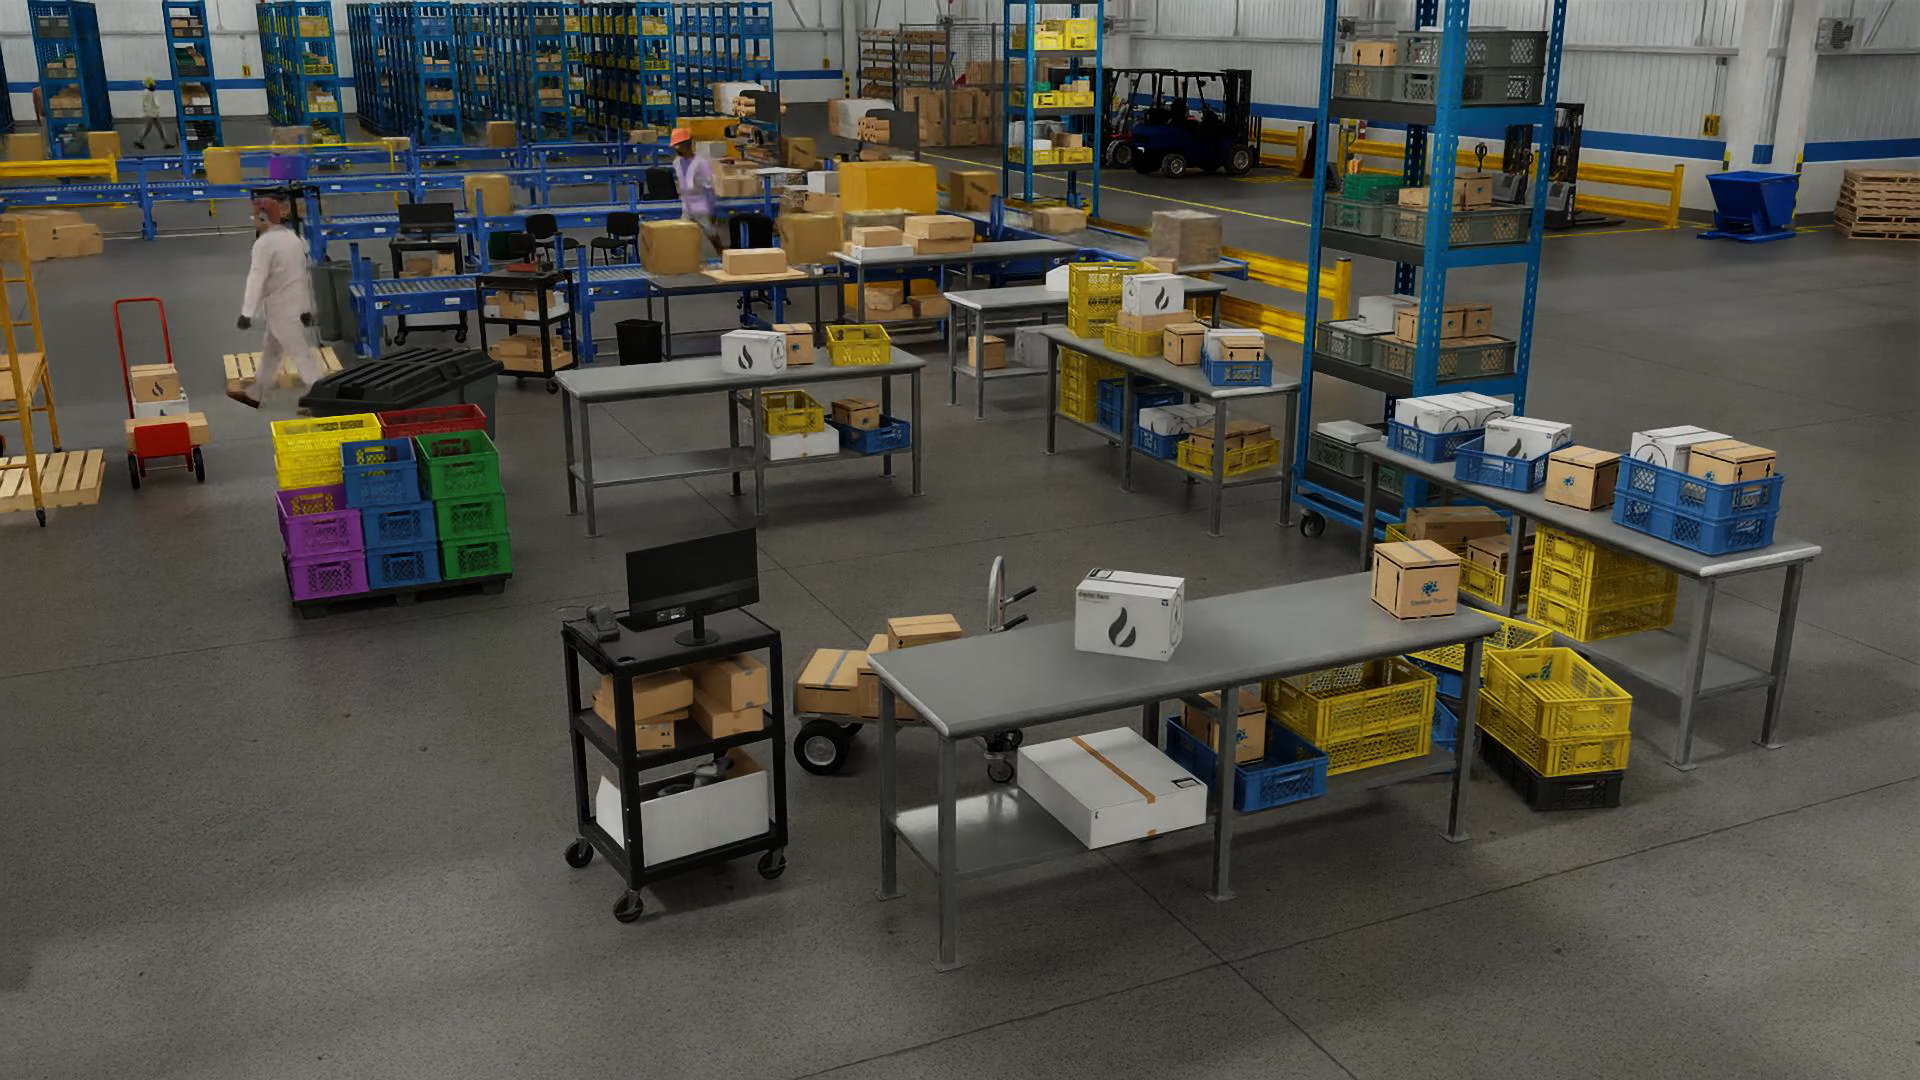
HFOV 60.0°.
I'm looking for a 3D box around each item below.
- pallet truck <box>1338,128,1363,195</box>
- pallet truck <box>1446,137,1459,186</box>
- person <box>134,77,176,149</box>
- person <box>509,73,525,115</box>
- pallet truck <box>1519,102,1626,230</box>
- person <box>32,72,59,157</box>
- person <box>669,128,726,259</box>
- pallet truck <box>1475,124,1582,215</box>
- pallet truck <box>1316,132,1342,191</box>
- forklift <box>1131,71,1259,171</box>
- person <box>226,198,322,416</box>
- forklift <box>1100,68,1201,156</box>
[{"bbox_3d":[7.845,-7.140,31.411,1.522,1.261,0.704,-9,20,-25],"label":"pallet truck"},{"bbox_3d":[9.184,-6.485,29.328,1.630,1.274,0.653,-8,19,-23],"label":"pallet truck"},{"bbox_3d":[-20.577,-10.818,42.194,0.909,1.795,0.584,-4,18,-12],"label":"person"},{"bbox_3d":[-12.068,-12.002,45.895,0.713,1.804,0.441,3,18,11],"label":"person"},{"bbox_3d":[9.972,-6.037,26.785,1.885,1.965,0.823,-9,20,-25],"label":"pallet truck"},{"bbox_3d":[-21.906,-10.231,40.000,0.612,1.995,0.382,-11,21,-31],"label":"person"},{"bbox_3d":[-3.244,-4.182,20.971,0.659,2.000,0.815,11,21,31],"label":"person"},{"bbox_3d":[9.707,-6.455,28.103,1.885,1.965,0.823,-7,19,-20],"label":"pallet truck"},{"bbox_3d":[7.723,-7.504,32.656,1.601,1.201,0.680,-8,19,-23],"label":"pallet truck"},{"bbox_3d":[4.998,-8.936,35.413,2.680,1.987,1.157,-9,20,-25],"label":"forklift"},{"bbox_3d":[-5.907,-1.973,14.211,1.017,1.854,0.654,0,18,0],"label":"person"},{"bbox_3d":[4.082,-9.564,37.410,2.680,1.987,1.157,-8,19,-23],"label":"forklift"}]
